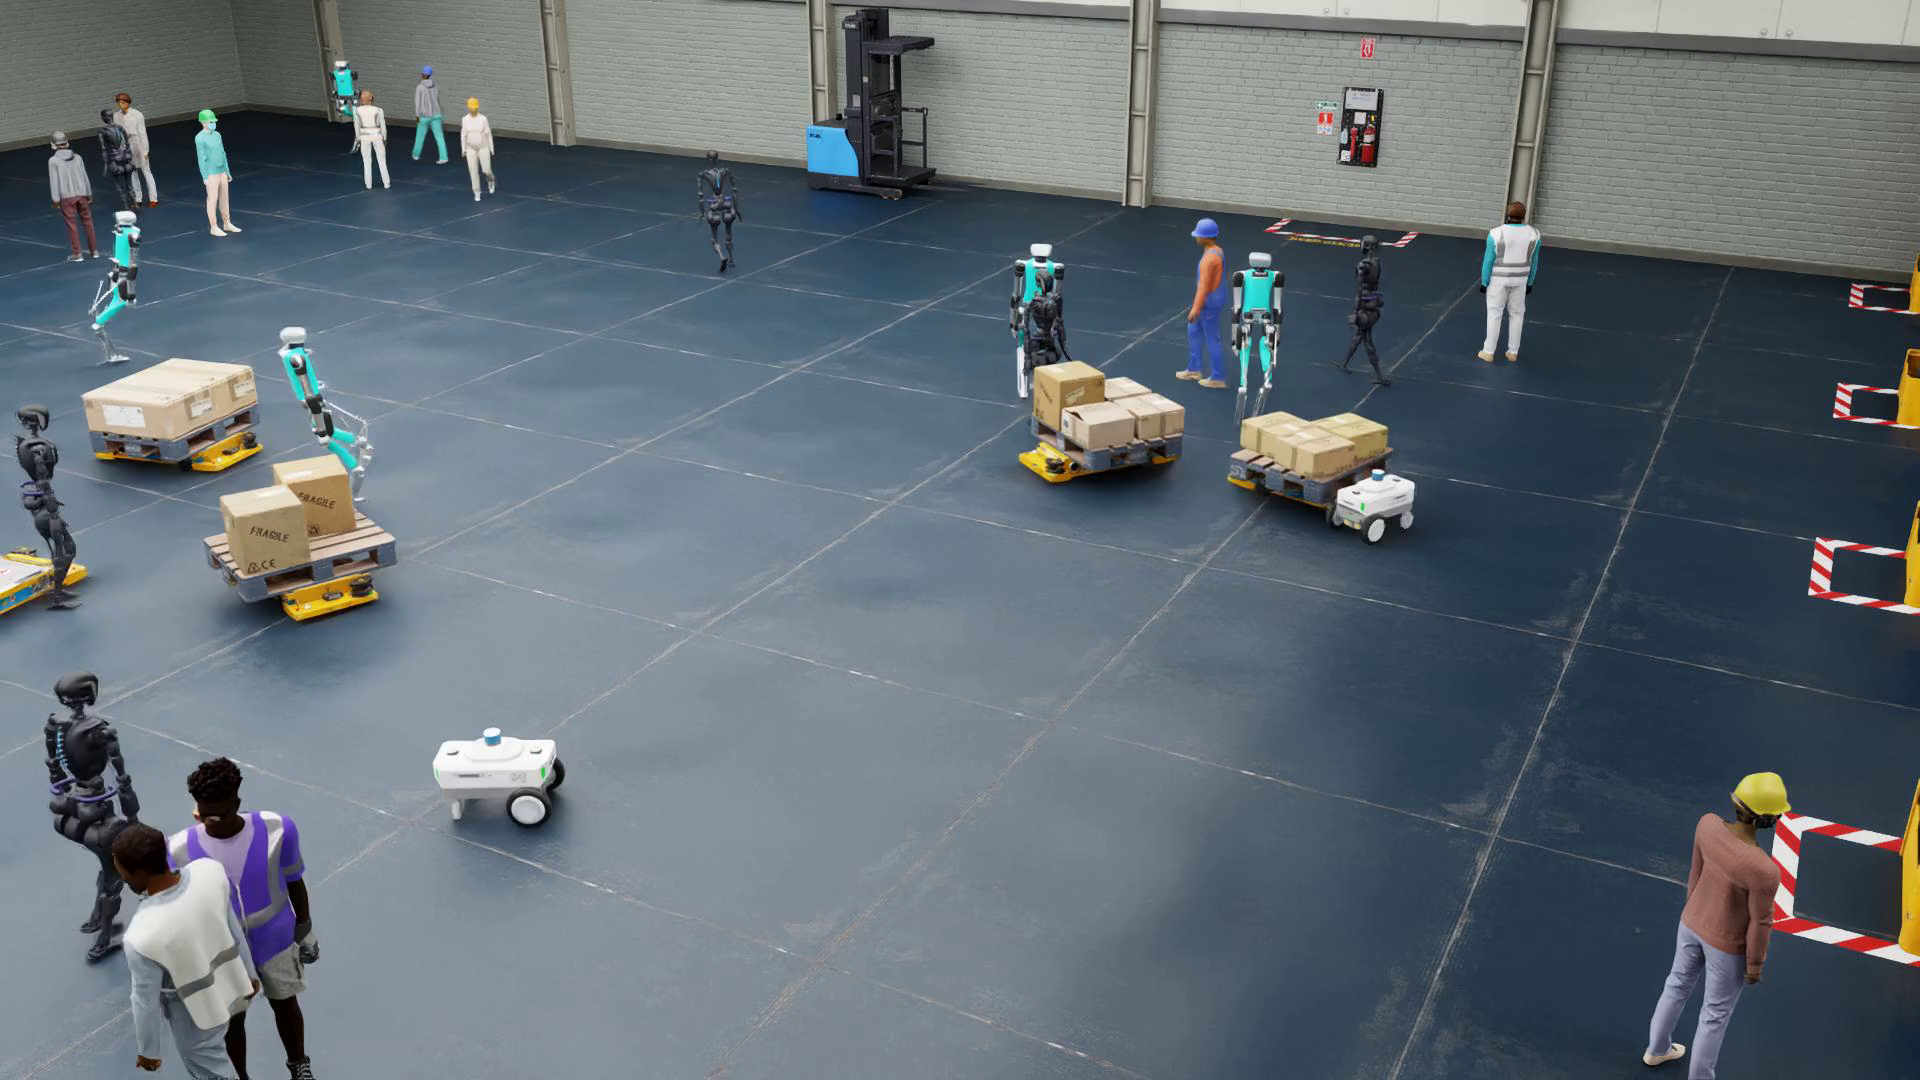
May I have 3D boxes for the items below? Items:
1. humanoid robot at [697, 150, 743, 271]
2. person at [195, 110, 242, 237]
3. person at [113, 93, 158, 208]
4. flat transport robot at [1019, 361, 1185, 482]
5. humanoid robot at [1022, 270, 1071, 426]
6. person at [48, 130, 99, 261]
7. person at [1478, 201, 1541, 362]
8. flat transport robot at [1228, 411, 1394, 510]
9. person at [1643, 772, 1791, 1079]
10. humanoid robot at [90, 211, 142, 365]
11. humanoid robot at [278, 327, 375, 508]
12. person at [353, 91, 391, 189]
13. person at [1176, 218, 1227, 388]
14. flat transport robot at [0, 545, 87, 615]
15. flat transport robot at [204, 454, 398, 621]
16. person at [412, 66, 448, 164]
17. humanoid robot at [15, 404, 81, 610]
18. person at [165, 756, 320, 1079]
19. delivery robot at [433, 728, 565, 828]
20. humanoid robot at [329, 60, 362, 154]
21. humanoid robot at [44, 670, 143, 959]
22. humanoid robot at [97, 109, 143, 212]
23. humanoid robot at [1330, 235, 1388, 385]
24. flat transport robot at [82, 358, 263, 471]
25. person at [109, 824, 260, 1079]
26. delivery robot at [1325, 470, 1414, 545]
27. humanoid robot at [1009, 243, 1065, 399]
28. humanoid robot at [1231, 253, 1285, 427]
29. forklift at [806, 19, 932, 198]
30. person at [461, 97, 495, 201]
[{"bbox_3d":[-3.295,-4.563,23.014,0.609,1.631,0.512,-10,25,-22],"label":"humanoid robot"},{"bbox_3d":[-11.184,-5.515,24.982,0.373,1.866,0.518,8,24,18],"label":"person"},{"bbox_3d":[-13.315,-6.278,26.817,0.495,1.825,0.362,1,23,2],"label":"person"},{"bbox_3d":[1.375,-0.830,16.094,1.431,0.231,0.659,-11,26,-24],"label":"flat transport robot"},{"bbox_3d":[0.858,-1.923,16.857,0.610,1.656,0.316,-20,30,-38],"label":"humanoid robot"},{"bbox_3d":[-12.586,-4.878,23.563,0.371,1.812,0.545,17,28,34],"label":"person"},{"bbox_3d":[6.263,-2.955,19.051,0.622,1.843,0.431,0,23,0],"label":"person"},{"bbox_3d":[3.250,-0.516,15.364,1.431,0.231,0.659,21,31,40],"label":"flat transport robot"},{"bbox_3d":[3.640,1.875,7.920,0.343,1.759,0.515,-8,24,-17],"label":"person"},{"bbox_3d":[-9.621,-2.764,18.852,0.832,1.842,0.608,-20,30,-39],"label":"humanoid robot"},{"bbox_3d":[-5.512,-1.024,14.763,0.807,1.835,0.530,-12,26,-26],"label":"humanoid robot"},{"bbox_3d":[-9.982,-6.785,28.238,0.506,1.630,0.315,-5,24,-12],"label":"person"},{"bbox_3d":[2.618,-2.571,18.098,0.723,1.883,0.552,7,24,16],"label":"person"},{"bbox_3d":[-7.733,0.437,13.146,0.659,0.231,1.431,8,25,19],"label":"flat transport robot"},{"bbox_3d":[-5.338,0.270,13.534,0.659,0.231,1.431,-18,29,-35],"label":"flat transport robot"},{"bbox_3d":[-9.742,-7.746,30.353,0.844,1.725,0.541,21,31,39],"label":"person"},{"bbox_3d":[-7.142,-0.263,13.007,0.332,1.650,0.613,-14,27,-30],"label":"humanoid robot"},{"bbox_3d":[-3.288,1.862,7.681,0.607,1.962,0.368,-12,26,-27],"label":"person"},{"bbox_3d":[-2.863,1.465,10.406,0.779,0.608,0.507,-1,23,-2],"label":"delivery robot"},{"bbox_3d":[-11.458,-8.186,31.410,0.532,1.761,1.013,1,23,1],"label":"humanoid robot"},{"bbox_3d":[-4.687,1.471,8.965,0.603,1.644,0.365,9,25,21],"label":"humanoid robot"},{"bbox_3d":[-13.287,-5.965,26.263,0.336,1.643,0.608,9,25,19],"label":"humanoid robot"},{"bbox_3d":[4.476,-2.551,18.378,0.764,1.628,0.610,15,28,31],"label":"humanoid robot"},{"bbox_3d":[-7.657,-0.926,16.318,1.431,0.231,0.659,7,24,15],"label":"flat transport robot"},{"bbox_3d":[-3.404,2.053,7.321,0.573,1.894,0.608,4,24,9],"label":"person"},{"bbox_3d":[3.613,-0.309,14.540,0.811,0.611,0.499,-16,28,-32],"label":"delivery robot"},{"bbox_3d":[0.796,-2.311,17.812,0.576,1.876,0.849,0,23,-1],"label":"humanoid robot"},{"bbox_3d":[3.035,-1.926,16.937,0.530,1.889,0.774,0,23,0],"label":"humanoid robot"},{"bbox_3d":[-1.573,-7.292,27.850,1.873,2.768,1.129,12,26,25],"label":"forklift"},{"bbox_3d":[-7.937,-6.440,27.364,0.501,1.680,0.442,-3,23,-6],"label":"person"}]
